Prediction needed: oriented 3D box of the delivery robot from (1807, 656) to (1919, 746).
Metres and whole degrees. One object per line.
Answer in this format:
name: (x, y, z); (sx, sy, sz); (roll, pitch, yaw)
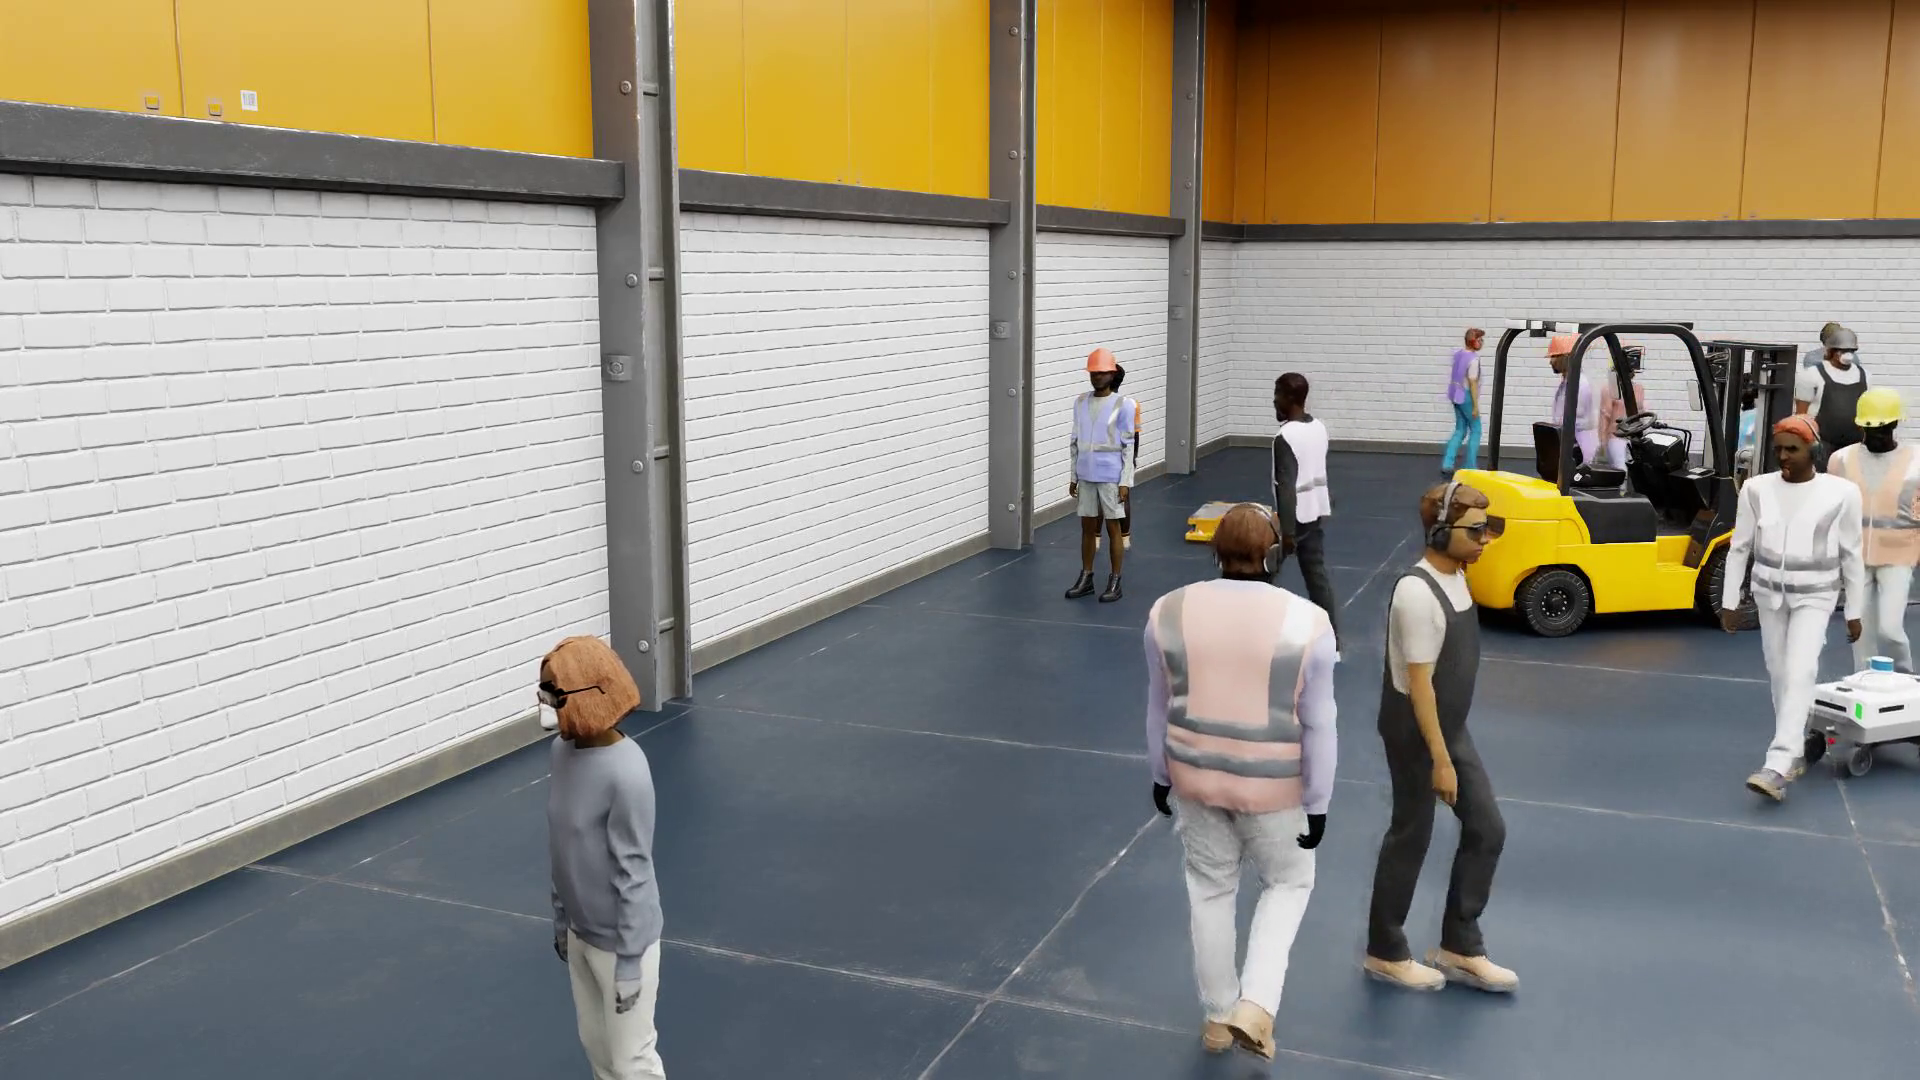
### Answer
delivery robot: (4.718, 0.843, 8.542); (0.707, 0.478, 0.477); (-4, 10, -23)

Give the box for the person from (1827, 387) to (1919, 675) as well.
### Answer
person: (5.110, 0.097, 9.258); (0.496, 1.902, 0.624); (-7, 12, -38)

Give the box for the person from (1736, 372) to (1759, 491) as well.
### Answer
person: (6.740, -0.599, 14.181); (0.739, 1.669, 0.534); (-4, 10, -23)

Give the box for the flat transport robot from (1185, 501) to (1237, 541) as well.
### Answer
flat transport robot: (2.591, -0.178, 15.869); (0.652, 0.197, 1.431); (3, 10, 17)

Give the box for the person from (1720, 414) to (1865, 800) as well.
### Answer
person: (3.969, 0.326, 8.055); (0.932, 1.845, 0.592); (-8, 12, -40)

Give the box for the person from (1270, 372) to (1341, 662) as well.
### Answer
person: (2.097, -0.155, 10.884); (0.945, 1.876, 0.604); (8, 12, 40)

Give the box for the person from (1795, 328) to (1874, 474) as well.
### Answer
person: (8.267, -1.035, 15.716); (0.689, 2.000, 1.032); (0, 9, -1)

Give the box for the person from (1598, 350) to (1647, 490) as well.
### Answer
person: (6.509, -1.013, 16.482); (0.529, 1.742, 0.706); (-5, 11, -28)

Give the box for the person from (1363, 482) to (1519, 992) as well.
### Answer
person: (1.729, 0.712, 5.765); (0.670, 1.822, 0.514); (7, 12, 36)

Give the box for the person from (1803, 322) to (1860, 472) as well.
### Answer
person: (9.740, -1.479, 18.709); (0.635, 1.938, 0.359); (-1, 9, -5)

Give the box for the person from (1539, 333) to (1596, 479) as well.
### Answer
person: (4.996, -0.717, 13.882); (0.777, 2.004, 0.596); (0, 9, 3)

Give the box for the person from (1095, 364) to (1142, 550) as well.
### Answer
person: (1.370, -0.745, 15.019); (0.535, 1.691, 0.319); (-1, 9, -5)

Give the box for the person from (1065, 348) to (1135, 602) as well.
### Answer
person: (1.066, -0.494, 12.742); (0.545, 1.940, 0.357); (7, 11, 35)

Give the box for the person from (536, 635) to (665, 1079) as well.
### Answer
person: (-0.937, 1.046, 4.366); (0.280, 1.624, 0.494); (-7, 12, -37)

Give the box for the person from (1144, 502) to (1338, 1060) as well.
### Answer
person: (0.890, 0.784, 5.333); (0.637, 1.825, 0.461); (4, 10, 24)

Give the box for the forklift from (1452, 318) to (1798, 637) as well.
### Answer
forklift: (4.706, -0.497, 11.990); (2.313, 2.155, 1.214); (-2, 10, -10)

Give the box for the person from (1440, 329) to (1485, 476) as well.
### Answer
person: (6.140, -1.657, 20.223); (0.548, 1.815, 0.661); (-1, 9, -7)
